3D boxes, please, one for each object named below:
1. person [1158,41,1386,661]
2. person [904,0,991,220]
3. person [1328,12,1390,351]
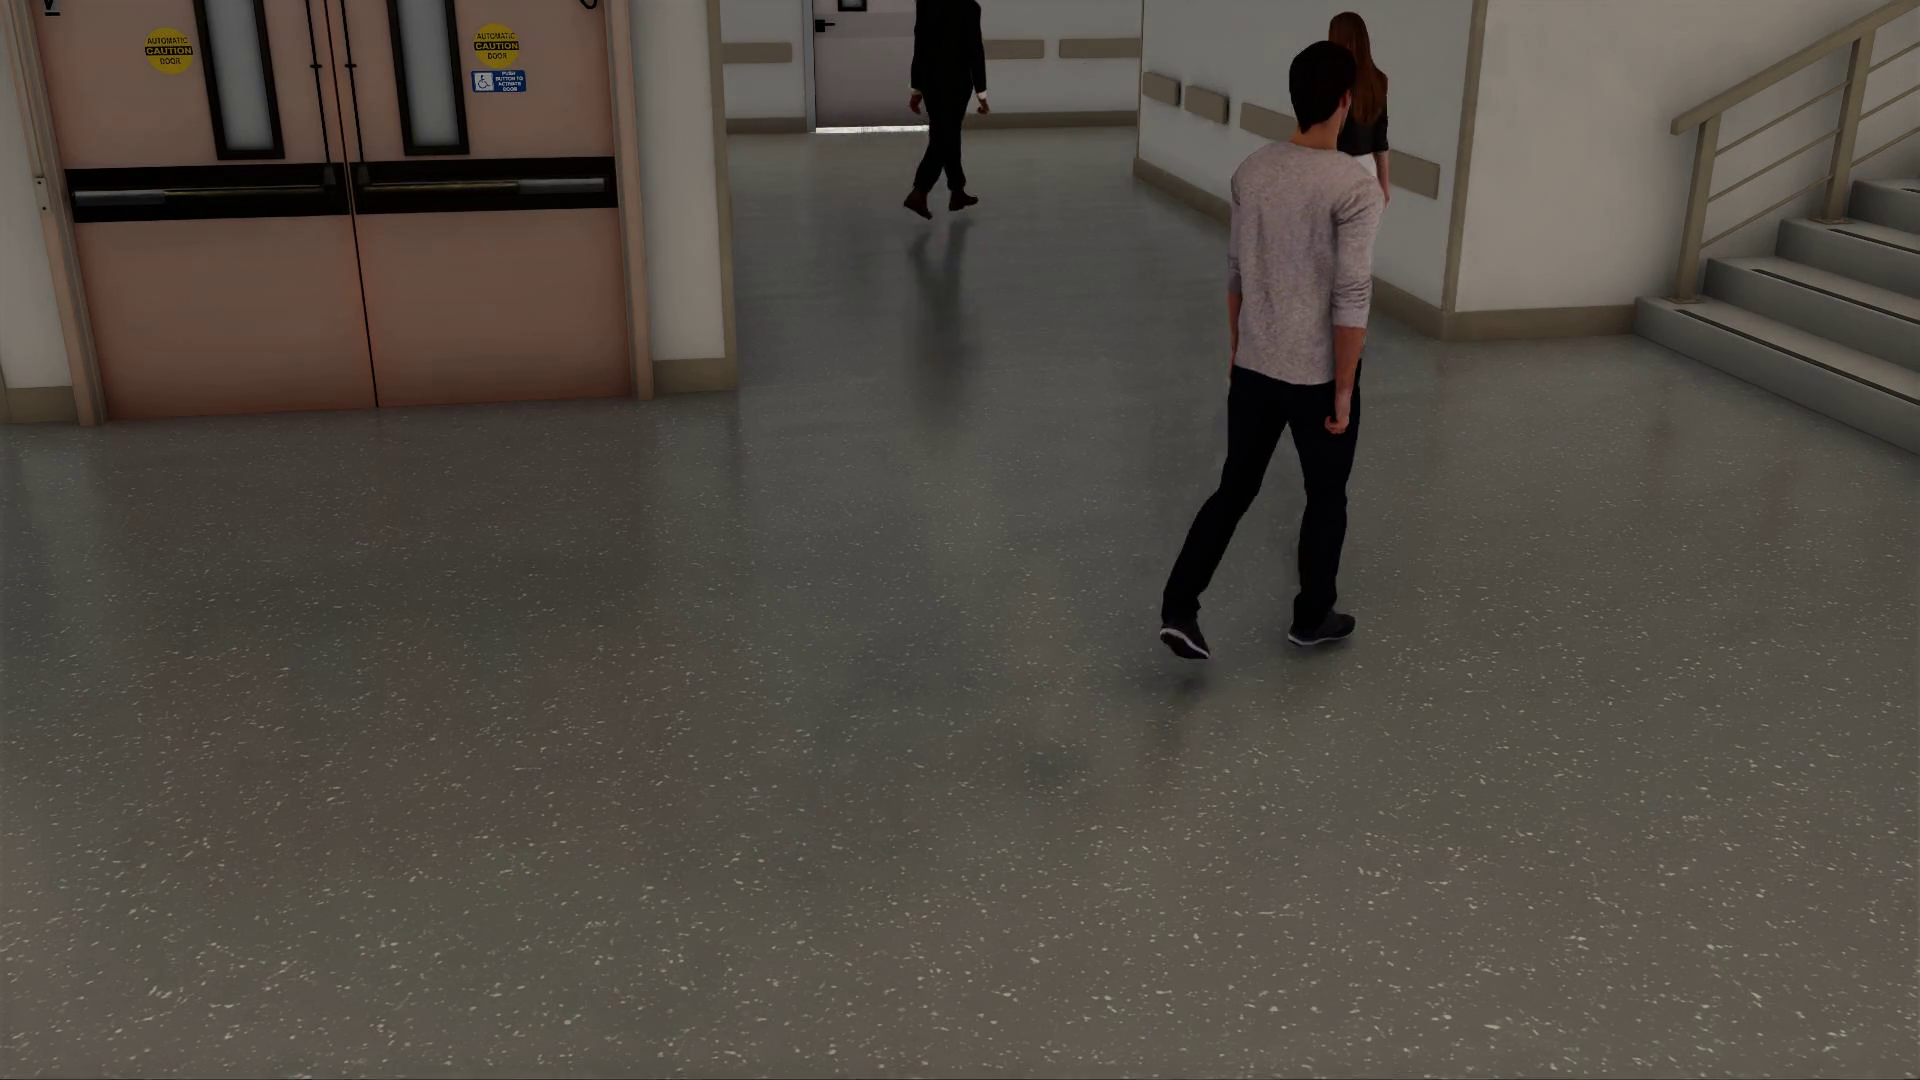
[{"bbox_3d":[0.897,-0.477,4.817,1.026,1.822,1.161,19,28,41],"label":"person"},{"bbox_3d":[-0.155,-3.249,12.081,1.261,1.859,1.291,13,24,30],"label":"person"},{"bbox_3d":[2.049,-1.811,8.540,0.934,1.679,0.895,-13,24,-31],"label":"person"}]
